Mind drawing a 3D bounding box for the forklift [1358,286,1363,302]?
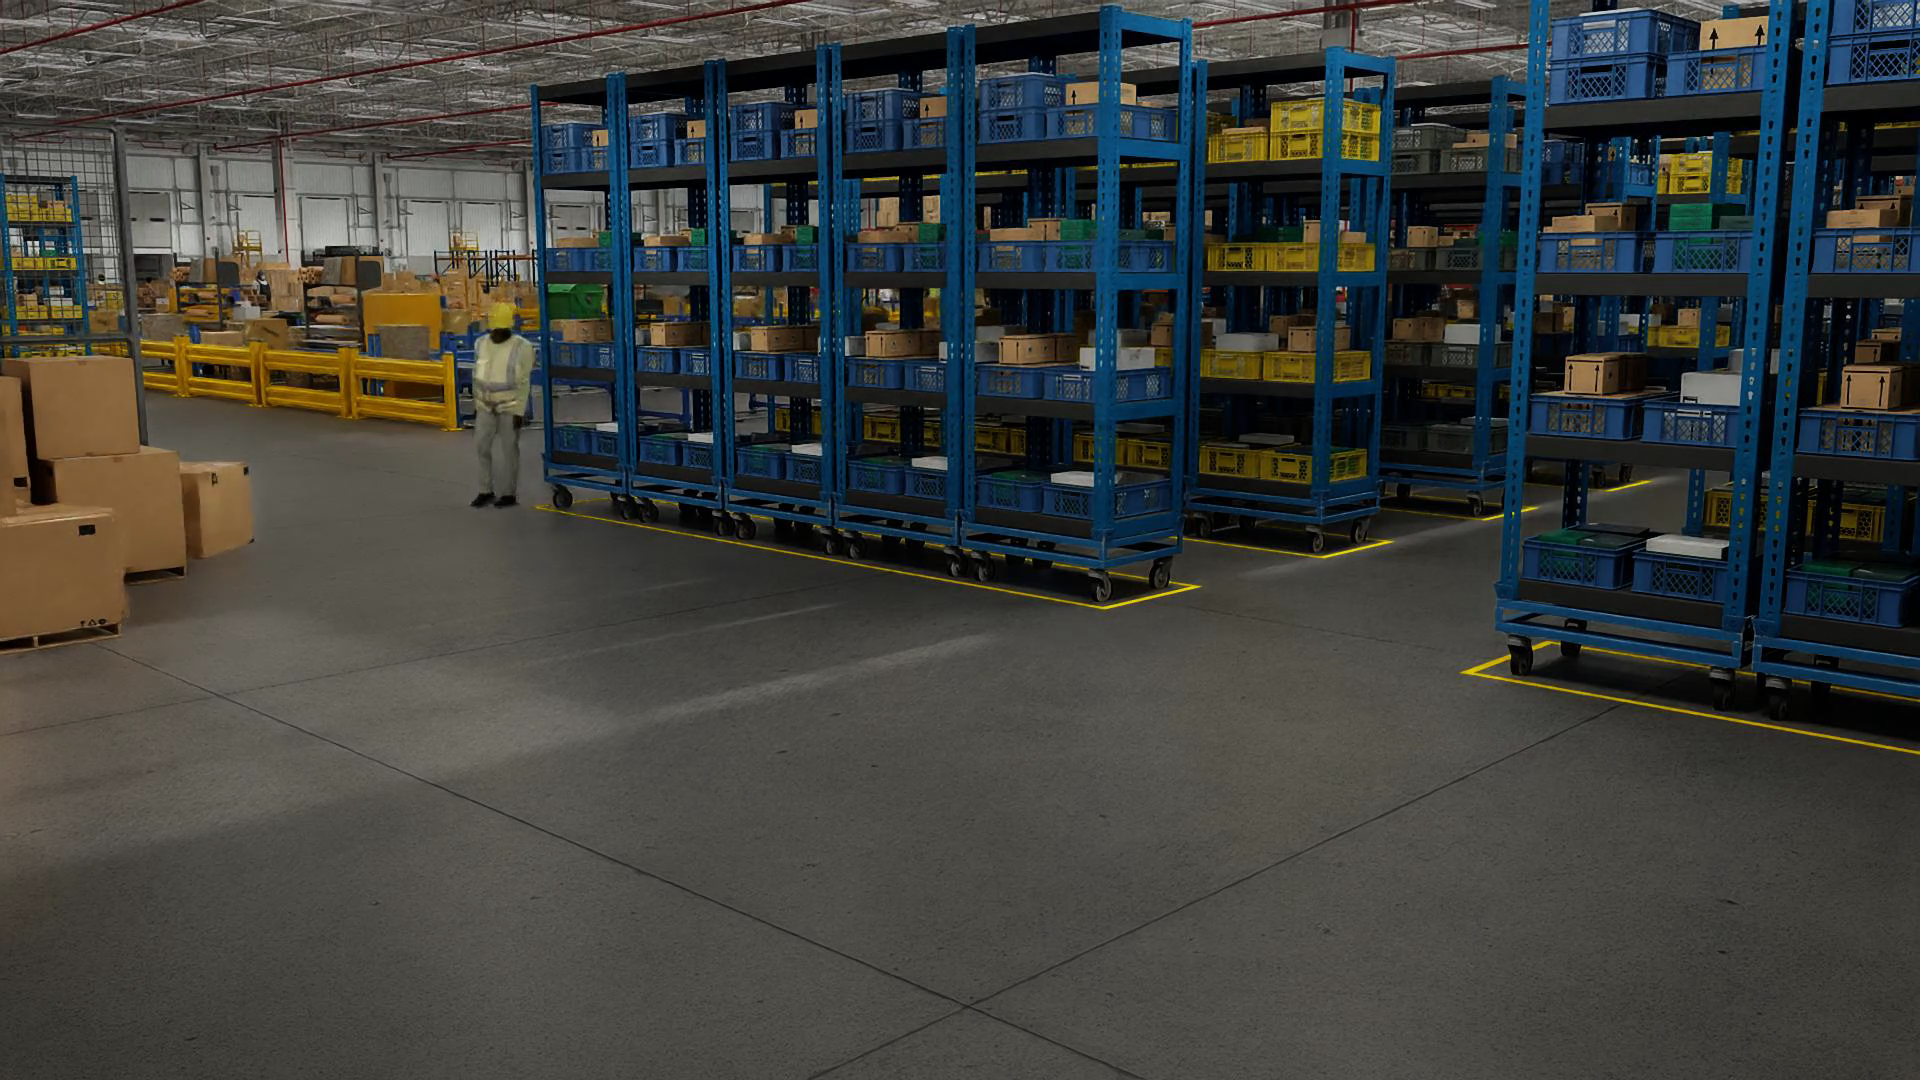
[{"bbox_3d":[11.100,-7.017,46.970,1.873,2.768,1.129,9,13,43],"label":"forklift"}]

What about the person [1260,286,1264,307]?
[{"bbox_3d":[10.098,-8.075,56.491,0.539,1.893,0.648,-8,12,-39],"label":"person"}]

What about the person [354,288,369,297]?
[{"bbox_3d":[-15.040,-5.693,41.985,0.573,1.851,0.419,5,10,27],"label":"person"}]

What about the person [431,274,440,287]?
[{"bbox_3d":[-17.745,-8.115,56.768,0.989,1.866,0.551,-9,13,-42],"label":"person"}]

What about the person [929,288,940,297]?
[{"bbox_3d":[-0.966,-8.782,61.469,0.546,1.678,0.598,3,10,17],"label":"person"}]

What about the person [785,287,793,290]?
[{"bbox_3d":[-8.084,-11.679,78.484,0.560,1.922,0.717,8,12,41],"label":"person"}]

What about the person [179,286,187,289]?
[{"bbox_3d":[-25.023,-7.609,53.691,0.529,1.868,0.593,-6,11,-31],"label":"person"}]

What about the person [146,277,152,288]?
[{"bbox_3d":[-38.385,-11.609,78.763,0.335,1.691,0.547,-5,10,-27],"label":"person"}]

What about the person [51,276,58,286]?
[{"bbox_3d":[-44.315,-12.131,81.406,0.675,1.863,0.658,-4,10,-25],"label":"person"}]

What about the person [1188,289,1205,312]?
[{"bbox_3d":[3.619,-3.210,26.604,0.411,1.908,0.643,-5,10,-27],"label":"person"}]

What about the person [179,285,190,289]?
[{"bbox_3d":[-27.588,-8.586,59.174,0.634,2.028,0.637,9,13,43],"label":"person"}]

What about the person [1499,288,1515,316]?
[{"bbox_3d":[7.519,-2.505,22.590,0.928,1.800,0.562,8,12,41],"label":"person"}]

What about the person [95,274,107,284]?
[{"bbox_3d":[-36.817,-10.493,71.450,0.429,1.846,0.632,1,9,3],"label":"person"}]

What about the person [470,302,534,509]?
[{"bbox_3d":[-3.957,-1.139,14.289,0.624,1.784,0.533,2,10,14],"label":"person"}]

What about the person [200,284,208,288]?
[{"bbox_3d":[-37.983,-12.432,83.621,0.530,1.753,0.392,9,13,43],"label":"person"}]

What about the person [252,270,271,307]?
[{"bbox_3d":[-24.175,-8.356,57.748,0.538,2.000,0.686,4,10,24],"label":"person"}]

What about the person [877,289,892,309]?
[{"bbox_3d":[-2.696,-8.377,59.051,0.551,1.644,0.861,-8,12,-42],"label":"person"}]

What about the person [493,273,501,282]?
[{"bbox_3d":[-26.537,-14.452,95.602,0.581,1.884,0.351,-6,11,-32],"label":"person"}]

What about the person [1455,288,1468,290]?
[{"bbox_3d":[18.197,-8.711,60.603,0.726,1.818,0.578,-7,12,-38],"label":"person"}]

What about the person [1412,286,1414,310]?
[{"bbox_3d":[6.586,-2.817,23.925,0.377,1.995,0.608,3,10,17],"label":"person"}]

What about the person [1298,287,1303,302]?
[{"bbox_3d":[9.639,-6.396,46.467,0.838,1.804,0.603,7,12,39],"label":"person"}]
